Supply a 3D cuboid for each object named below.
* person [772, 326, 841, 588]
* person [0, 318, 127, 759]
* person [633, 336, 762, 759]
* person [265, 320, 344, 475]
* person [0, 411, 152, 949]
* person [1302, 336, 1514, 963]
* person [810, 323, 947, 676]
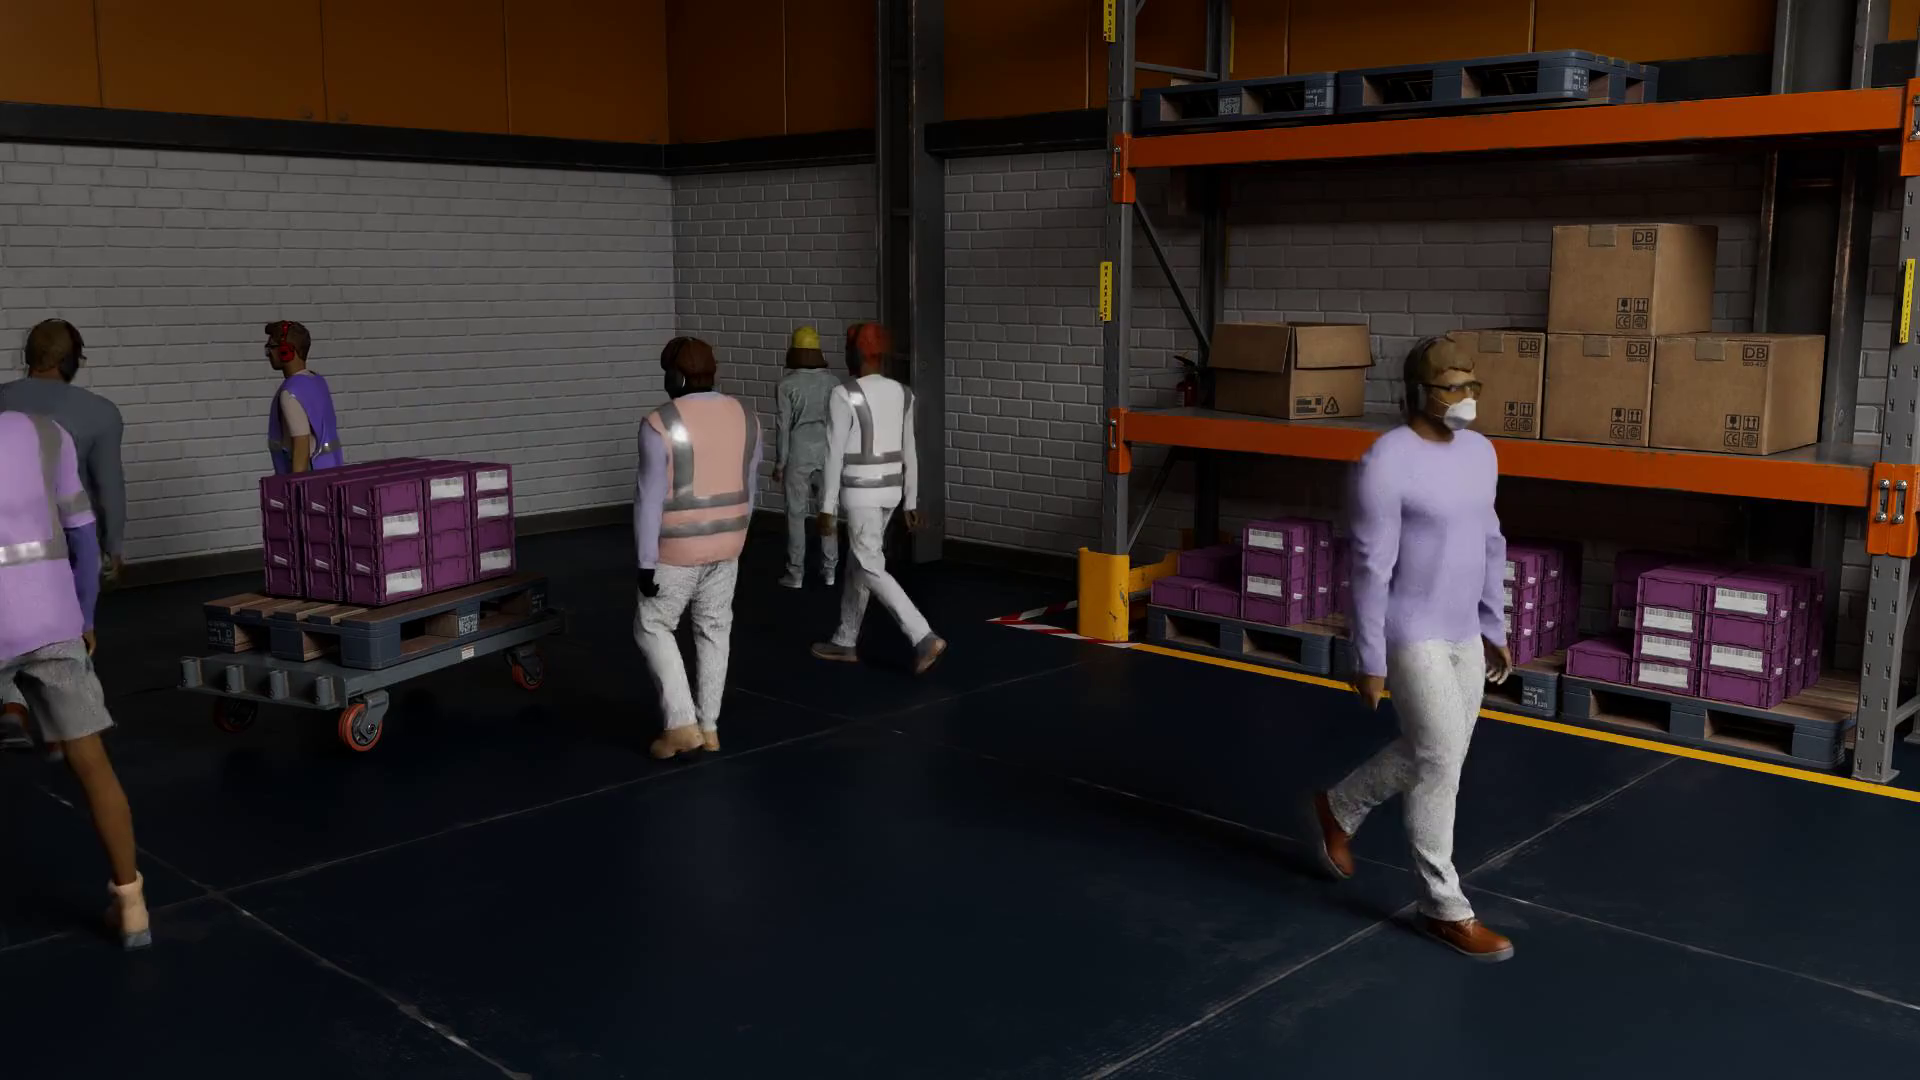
[{"bbox_3d":[-1.023,-0.551,11.109,0.512,1.744,0.326,-5,11,-30],"label":"person"},{"bbox_3d":[-3.880,0.019,7.082,0.642,1.912,0.519,-1,9,-8],"label":"person"},{"bbox_3d":[-1.154,0.042,7.185,0.652,1.836,0.478,-9,13,-43],"label":"person"},{"bbox_3d":[-3.526,-0.260,9.000,0.384,1.845,0.564,-1,9,-8],"label":"person"},{"bbox_3d":[-2.964,0.304,5.120,0.819,1.978,0.657,6,11,34],"label":"person"},{"bbox_3d":[1.434,0.308,5.300,0.632,1.919,0.831,-8,12,-41],"label":"person"},{"bbox_3d":[-0.427,-0.213,8.722,0.923,1.851,0.578,7,12,37],"label":"person"}]
